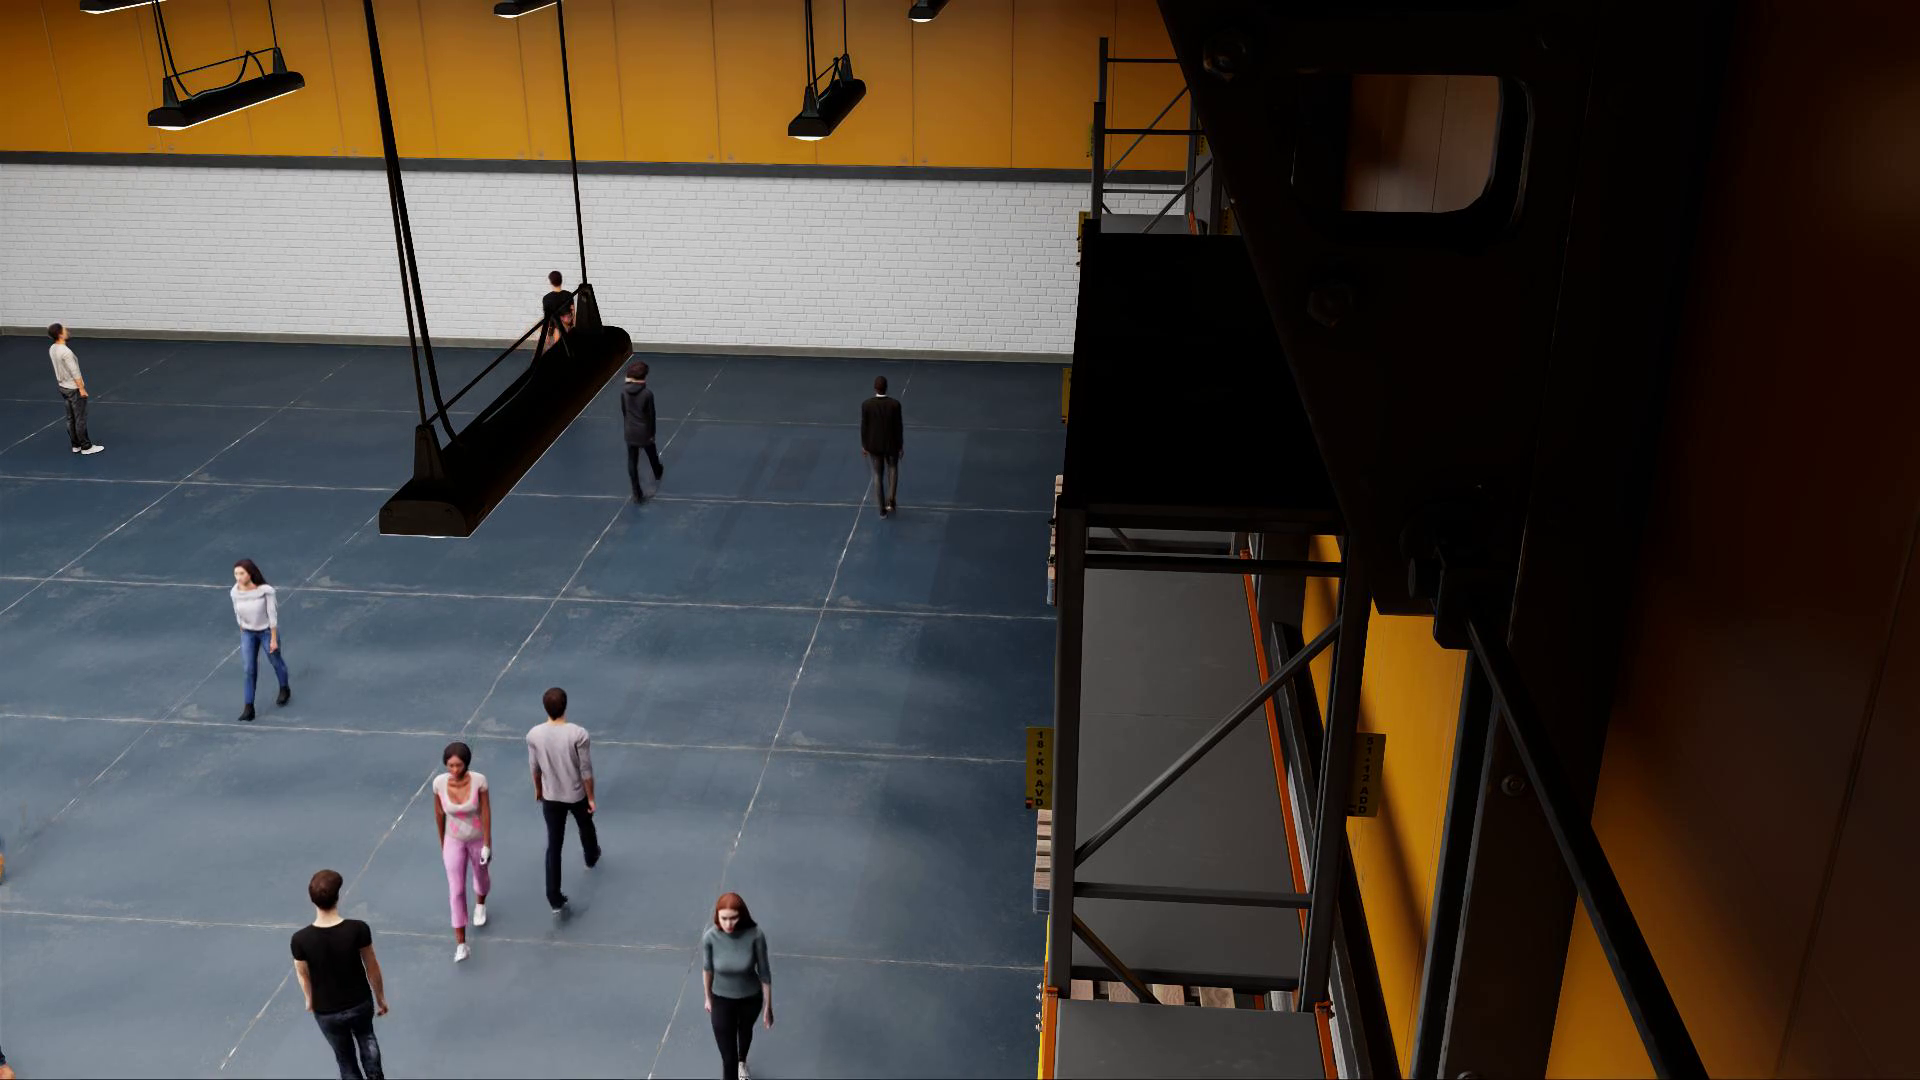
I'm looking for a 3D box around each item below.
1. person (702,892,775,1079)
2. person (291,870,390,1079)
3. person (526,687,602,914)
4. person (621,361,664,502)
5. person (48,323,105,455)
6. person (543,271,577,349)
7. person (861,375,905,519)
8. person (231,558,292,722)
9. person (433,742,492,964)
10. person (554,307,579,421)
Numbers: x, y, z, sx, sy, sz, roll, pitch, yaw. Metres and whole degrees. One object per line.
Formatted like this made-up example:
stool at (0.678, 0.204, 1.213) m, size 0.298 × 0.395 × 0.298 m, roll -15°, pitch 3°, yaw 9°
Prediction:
person at (-1.460, 3.017, 10.988) m, size 0.757 × 1.693 × 1.169 m, roll -2°, pitch 24°, yaw -5°
person at (-3.961, 3.042, 10.701) m, size 0.835 × 1.878 × 0.900 m, roll -10°, pitch 26°, yaw -22°
person at (-3.135, 2.065, 13.045) m, size 0.743 × 1.790 × 1.216 m, roll 0°, pitch 24°, yaw 1°
person at (-4.058, -1.329, 20.887) m, size 0.626 × 1.730 × 1.078 m, roll 2°, pitch 24°, yaw 5°
person at (-11.995, -2.047, 22.428) m, size 0.729 × 1.811 × 0.724 m, roll 15°, pitch 28°, yaw 31°
person at (-5.936, -3.091, 24.757) m, size 0.763 × 1.858 × 0.814 m, roll -17°, pitch 29°, yaw -34°
person at (-0.941, -1.112, 20.313) m, size 0.705 × 1.791 × 0.713 m, roll 0°, pitch 24°, yaw 1°
person at (-6.666, 0.889, 15.972) m, size 0.625 × 1.602 × 0.965 m, roll 1°, pitch 24°, yaw 2°
person at (-3.748, 2.260, 12.707) m, size 0.788 × 1.705 × 1.139 m, roll -5°, pitch 24°, yaw -10°
person at (-5.667, -2.546, 23.760) m, size 0.810 × 1.657 × 0.743 m, roll 18°, pitch 29°, yaw 35°
